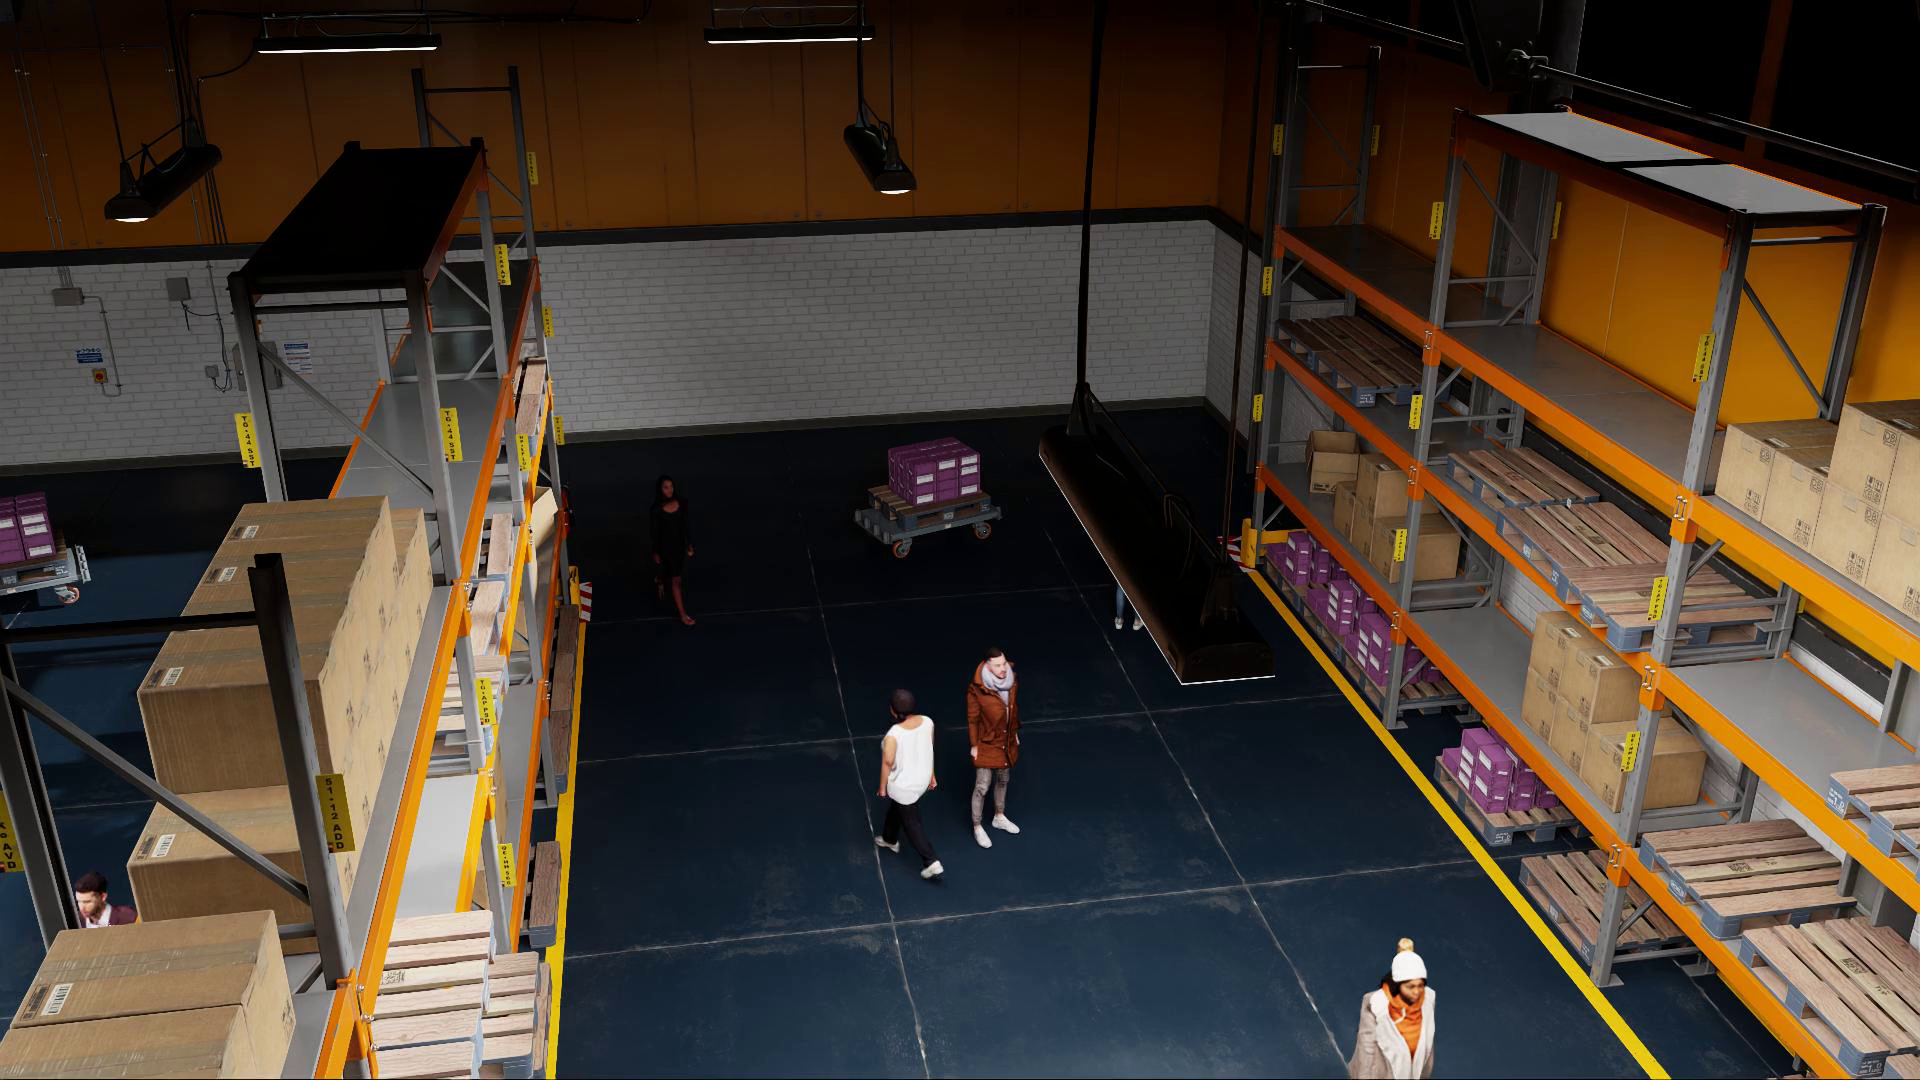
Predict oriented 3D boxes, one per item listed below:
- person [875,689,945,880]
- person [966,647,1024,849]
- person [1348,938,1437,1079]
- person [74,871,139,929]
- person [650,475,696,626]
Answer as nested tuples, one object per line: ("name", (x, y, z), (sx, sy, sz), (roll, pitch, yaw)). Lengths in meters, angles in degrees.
("person", (-0.410, 2.054, 13.930), (1.204, 1.652, 1.083), (19, 30, 37))
("person", (0.288, 1.755, 14.379), (0.842, 1.839, 0.876), (-19, 30, -37))
("person", (2.740, 3.346, 10.739), (0.729, 1.839, 1.168), (-5, 24, -12))
("person", (-5.697, 3.048, 11.449), (0.848, 1.817, 1.240), (1, 24, 3))
("person", (-3.235, 0.070, 18.415), (1.002, 1.695, 1.180), (-20, 31, -38))
